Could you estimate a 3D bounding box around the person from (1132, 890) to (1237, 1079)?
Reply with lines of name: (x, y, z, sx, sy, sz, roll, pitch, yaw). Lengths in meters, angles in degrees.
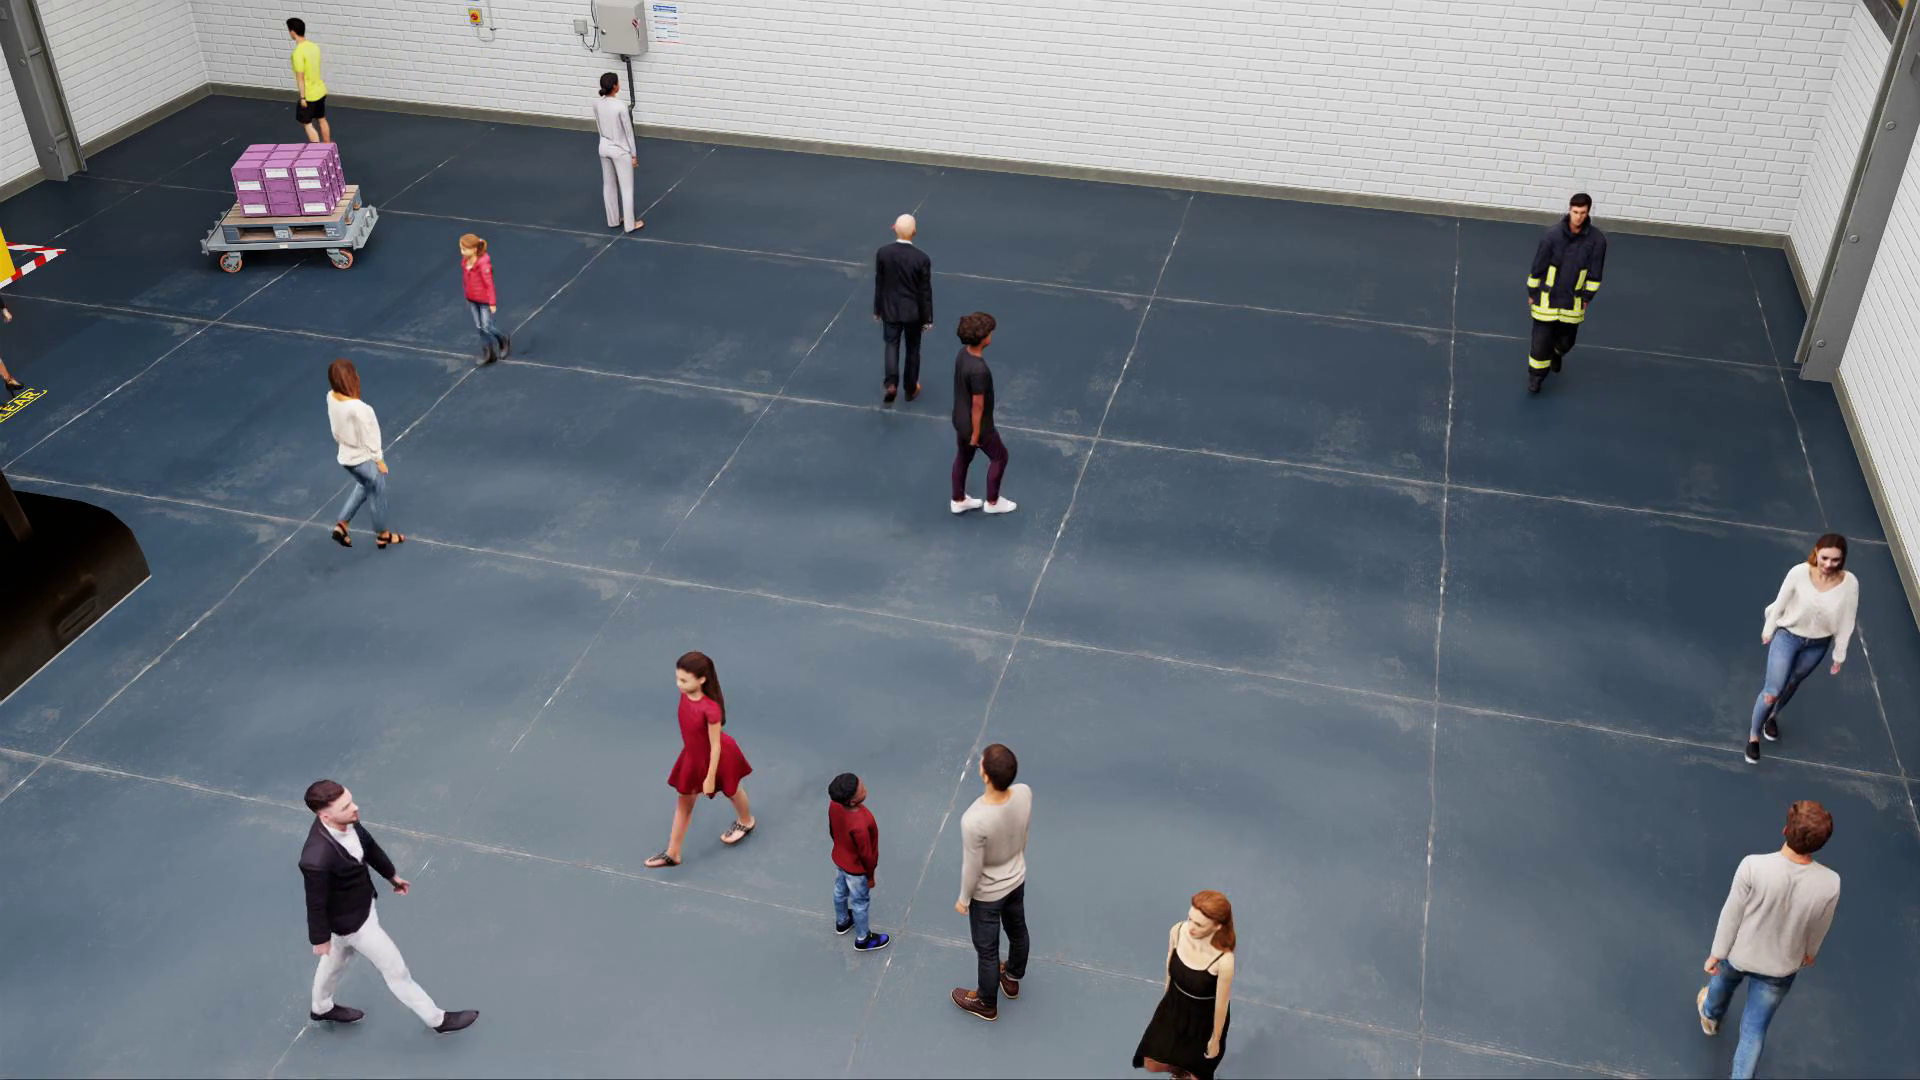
person: (1.242, 2.333, 8.344, 0.690, 1.617, 0.749, 27, 42, 35)

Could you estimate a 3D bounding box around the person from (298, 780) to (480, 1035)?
person: (-3.299, 1.963, 8.745, 0.998, 1.789, 1.226, -2, 34, -3)

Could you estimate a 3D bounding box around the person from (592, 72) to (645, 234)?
person: (-3.756, -4.231, 18.115, 0.662, 1.733, 0.616, 16, 37, 22)

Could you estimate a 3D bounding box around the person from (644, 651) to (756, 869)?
person: (-1.453, 1.273, 10.032, 0.873, 1.513, 1.083, 28, 43, 36)

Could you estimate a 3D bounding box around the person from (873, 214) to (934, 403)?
person: (-0.526, -1.981, 14.682, 0.737, 1.786, 0.880, 6, 34, 8)

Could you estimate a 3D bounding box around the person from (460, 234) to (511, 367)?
person: (-4.420, -2.257, 15.526, 0.618, 1.310, 0.682, 20, 38, 27)

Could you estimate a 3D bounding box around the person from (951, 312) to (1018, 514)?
person: (0.049, -0.966, 13.174, 0.889, 1.765, 0.832, -15, 36, -21)

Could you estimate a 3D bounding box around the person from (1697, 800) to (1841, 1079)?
person: (4.037, 2.169, 8.375, 0.767, 1.855, 1.245, 13, 36, 18)

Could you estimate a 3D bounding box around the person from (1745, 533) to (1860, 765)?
person: (5.496, 0.619, 10.874, 0.635, 1.670, 0.805, 9, 35, 13)

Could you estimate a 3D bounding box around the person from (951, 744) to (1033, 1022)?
person: (0.194, 1.827, 8.878, 0.799, 1.868, 0.679, 28, 42, 35)

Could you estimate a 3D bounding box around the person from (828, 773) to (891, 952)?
person: (-0.612, 1.811, 9.454, 0.633, 1.256, 0.588, -23, 40, -30)

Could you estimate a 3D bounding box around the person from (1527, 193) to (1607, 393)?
person: (5.417, -2.267, 14.996, 0.786, 1.914, 0.852, 10, 35, 15)

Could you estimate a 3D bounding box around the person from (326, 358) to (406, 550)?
person: (-4.649, -0.597, 12.705, 0.805, 1.669, 0.901, 27, 42, 34)

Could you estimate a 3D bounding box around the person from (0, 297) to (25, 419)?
person: (-8.606, -1.840, 14.442, 0.755, 1.816, 0.973, 2, 34, 3)

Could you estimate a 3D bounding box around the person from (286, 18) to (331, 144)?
person: (-7.696, -5.360, 19.842, 0.723, 1.701, 0.506, 7, 34, 10)
